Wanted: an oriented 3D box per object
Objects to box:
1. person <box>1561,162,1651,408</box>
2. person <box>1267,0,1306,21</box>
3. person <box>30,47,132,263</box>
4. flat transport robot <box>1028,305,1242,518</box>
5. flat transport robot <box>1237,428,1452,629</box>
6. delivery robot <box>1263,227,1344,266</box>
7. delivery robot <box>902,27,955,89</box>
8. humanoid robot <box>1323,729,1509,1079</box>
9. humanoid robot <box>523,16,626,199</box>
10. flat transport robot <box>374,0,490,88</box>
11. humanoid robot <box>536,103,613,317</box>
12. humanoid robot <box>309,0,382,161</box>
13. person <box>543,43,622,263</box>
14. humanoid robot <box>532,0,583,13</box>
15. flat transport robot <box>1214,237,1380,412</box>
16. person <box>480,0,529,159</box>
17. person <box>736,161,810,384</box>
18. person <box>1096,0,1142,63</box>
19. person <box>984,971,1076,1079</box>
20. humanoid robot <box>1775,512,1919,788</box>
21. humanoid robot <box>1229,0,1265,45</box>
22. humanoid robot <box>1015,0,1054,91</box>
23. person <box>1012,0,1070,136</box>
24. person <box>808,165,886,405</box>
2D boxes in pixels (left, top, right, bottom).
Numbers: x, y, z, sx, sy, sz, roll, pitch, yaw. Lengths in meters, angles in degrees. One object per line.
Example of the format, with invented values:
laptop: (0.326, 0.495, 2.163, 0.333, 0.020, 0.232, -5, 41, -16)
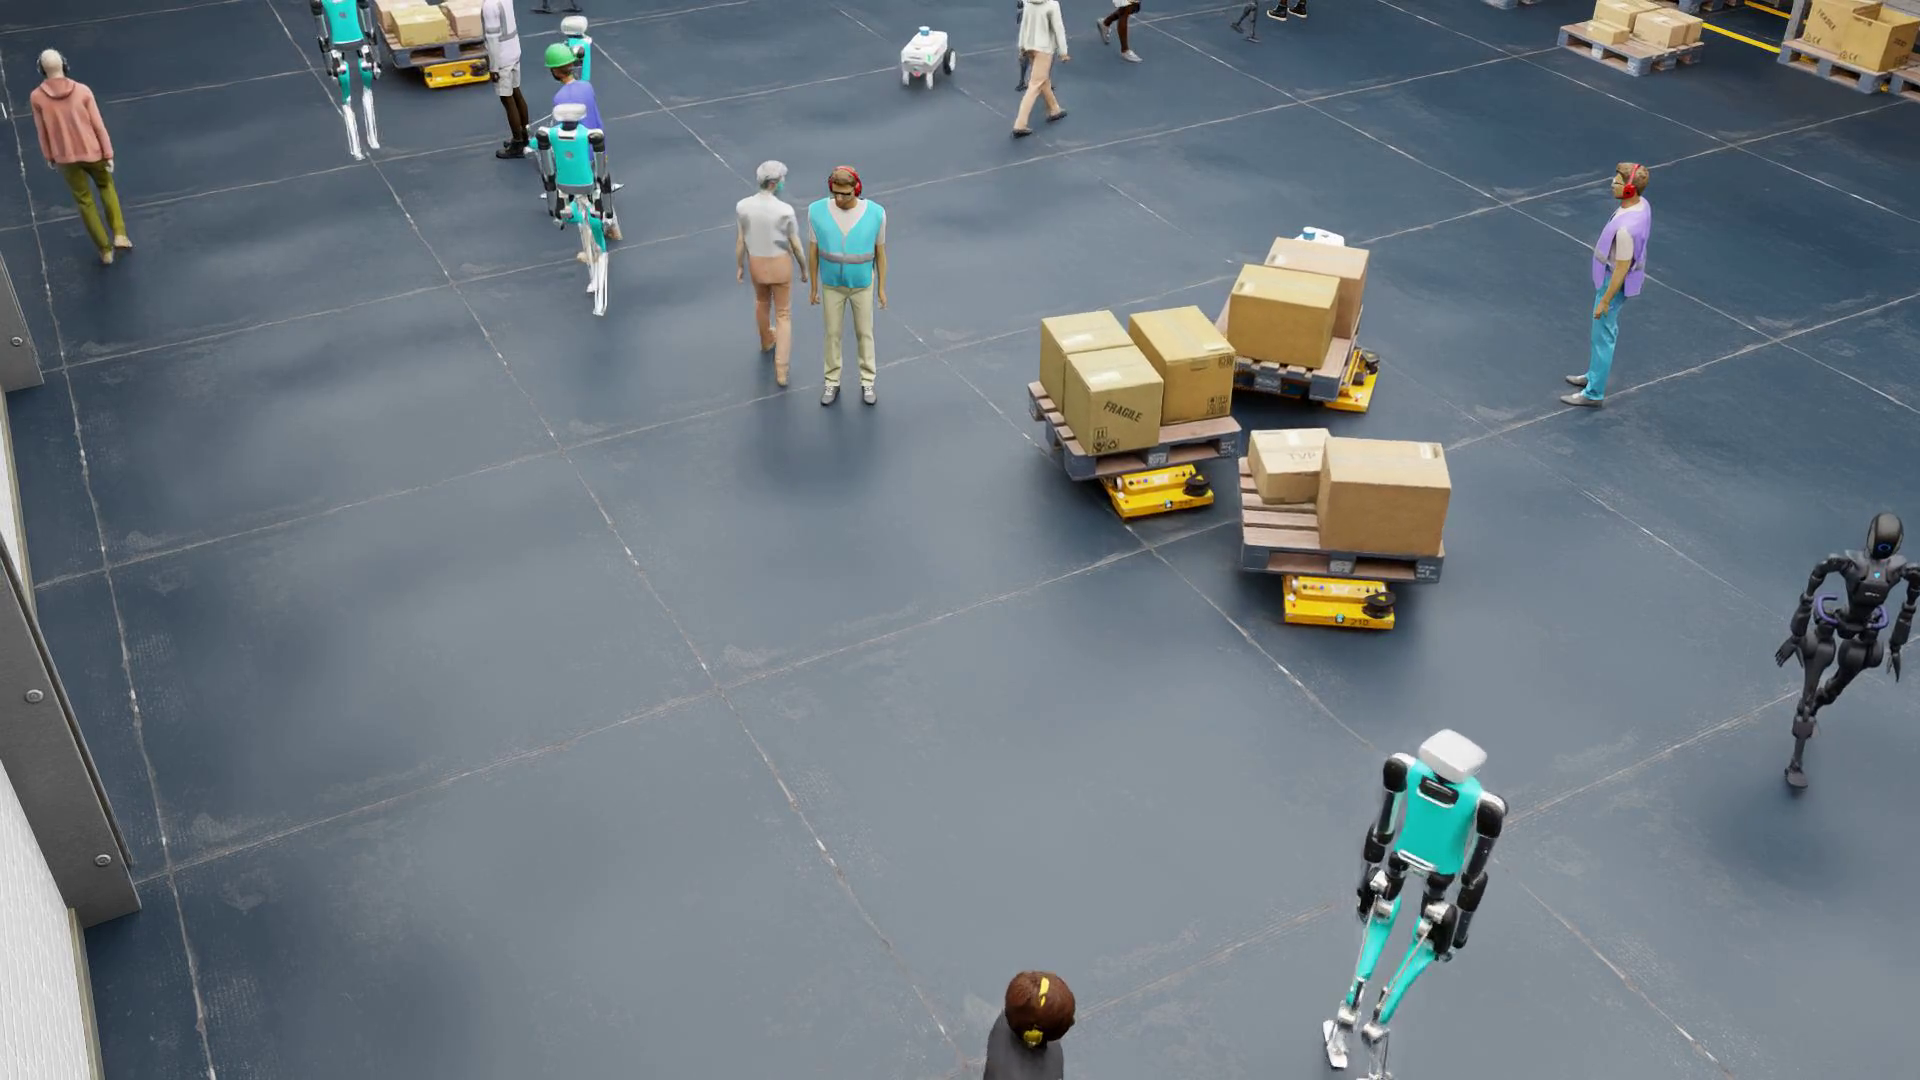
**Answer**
person: (4.691, -1.812, 11.931, 0.382, 1.841, 0.564, 15, 38, 21)
person: (3.905, -7.032, 19.286, 0.602, 1.958, 0.377, -16, 38, -21)
person: (-7.399, -3.223, 13.966, 0.522, 1.816, 0.462, -18, 39, -24)
flat transport robot: (1.198, -0.649, 11.642, 0.659, 0.231, 1.431, -9, 36, -13)
flat transport robot: (2.377, 0.054, 10.639, 0.659, 0.231, 1.431, 4, 35, 5)
delivery robot: (2.829, -2.264, 13.716, 0.499, 0.614, 0.785, 27, 43, 33)
delivery robot: (-0.370, -5.229, 17.947, 0.499, 0.612, 0.805, 9, 36, 13)
humanoid robot: (1.833, 1.671, 7.050, 0.532, 1.756, 0.792, 26, 43, 32)
humanoid robot: (-3.577, -3.785, 14.849, 1.007, 1.726, 0.537, -4, 35, -6)
flat transport robot: (-5.646, -5.309, 18.295, 0.659, 0.231, 1.431, -15, 38, -20)
humanoid robot: (-2.984, -2.689, 13.275, 0.544, 1.766, 0.909, 2, 35, 2)
humanoid robot: (-5.870, -4.617, 16.020, 0.534, 1.796, 0.681, -15, 38, -20)
person: (-3.181, -3.273, 14.027, 0.473, 1.844, 0.581, 14, 37, 19)
humanoid robot: (-4.837, -7.014, 19.522, 0.557, 1.638, 0.588, 6, 35, 9)
flat transport robot: (2.408, -1.305, 12.579, 1.431, 0.231, 0.659, 11, 37, 16)
person: (-4.384, -4.608, 15.851, 0.384, 1.930, 0.542, 2, 35, 4)
person: (-1.371, -2.067, 12.415, 0.511, 1.702, 0.667, 12, 37, 16)
person: (1.780, -6.225, 18.164, 0.642, 1.920, 0.565, 26, 43, 32)
person: (0.287, 2.245, 6.115, 0.414, 1.860, 0.522, 6, 35, 8)
humanoid robot: (4.689, 0.528, 8.785, 0.609, 1.619, 0.796, 8, 36, 11)
humanoid robot: (3.341, -6.495, 18.794, 0.617, 1.650, 0.600, 28, 44, 34)
humanoid robot: (0.765, -5.519, 17.376, 0.384, 1.647, 0.601, -24, 41, -30)
person: (0.813, -4.851, 16.451, 0.877, 1.627, 0.487, -28, 44, -34)
person: (-0.801, -1.837, 11.972, 0.563, 1.837, 0.389, 1, 35, 1)
